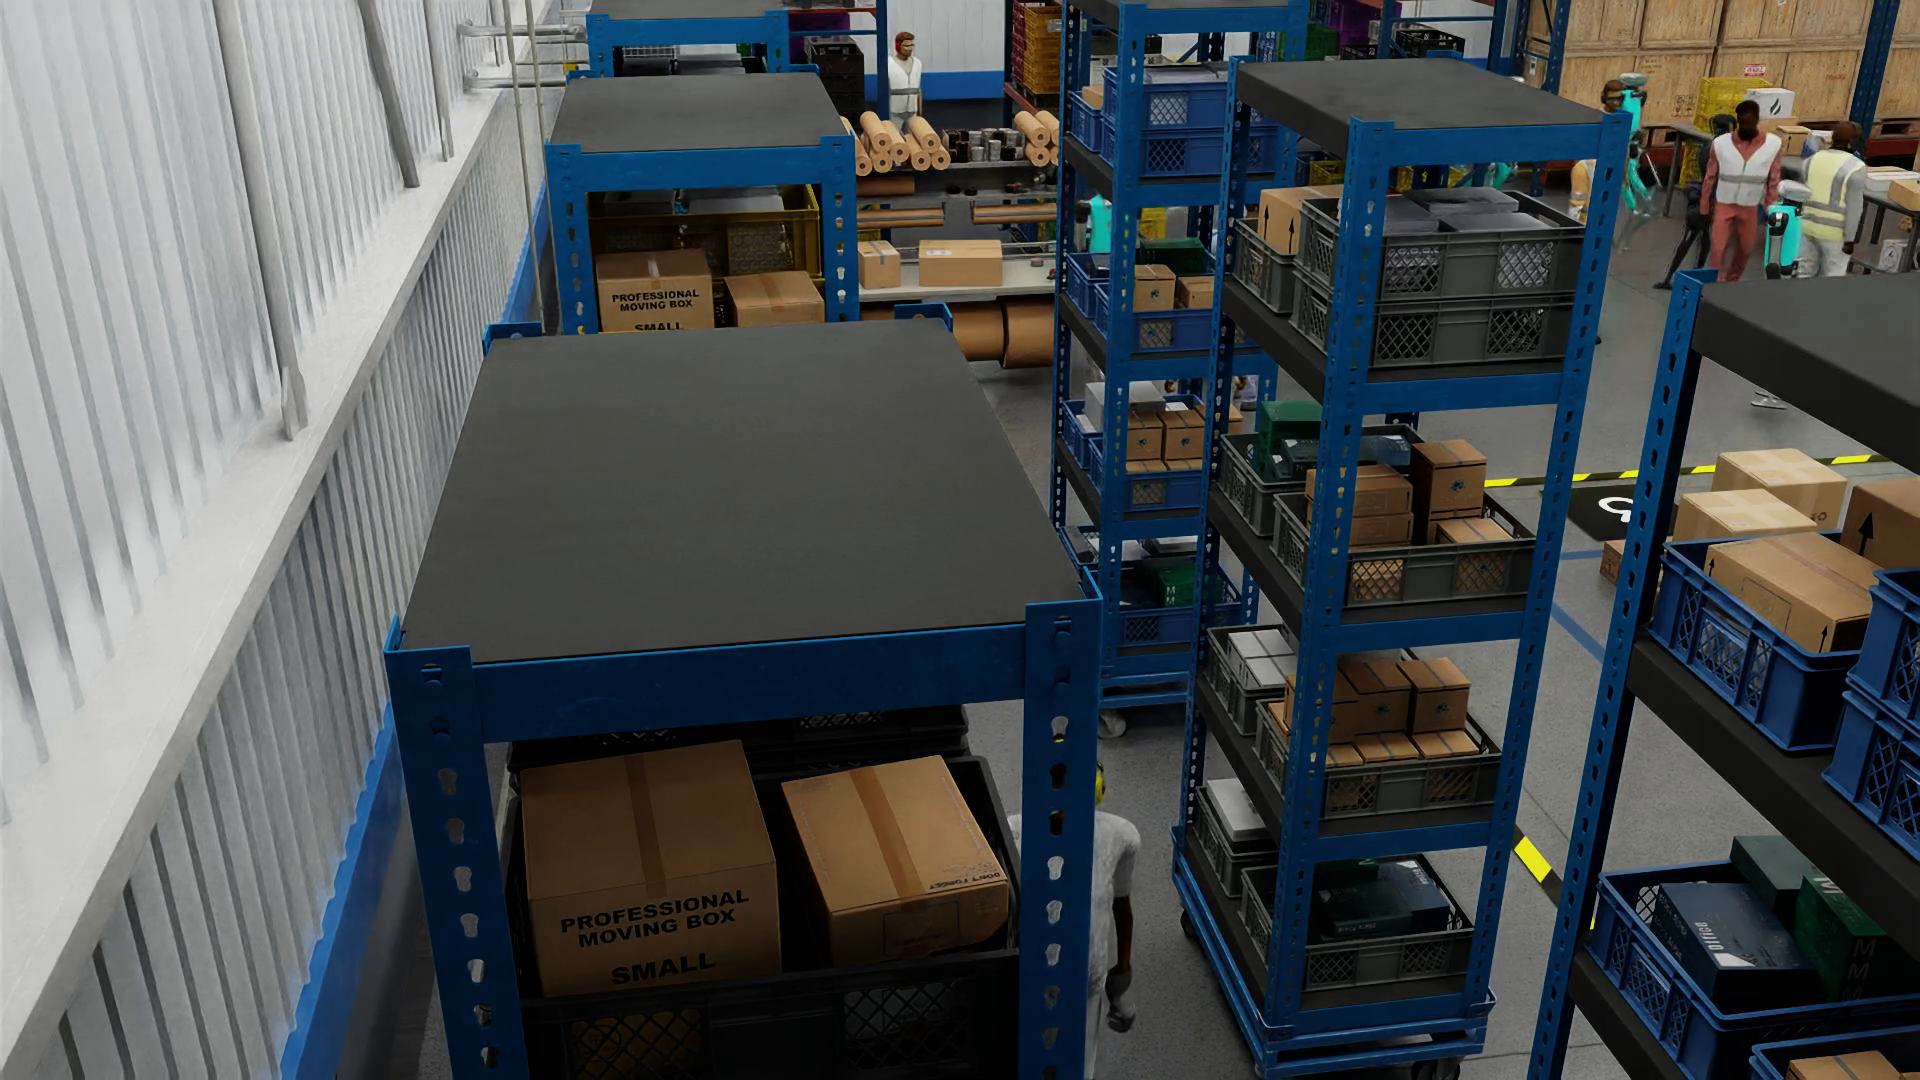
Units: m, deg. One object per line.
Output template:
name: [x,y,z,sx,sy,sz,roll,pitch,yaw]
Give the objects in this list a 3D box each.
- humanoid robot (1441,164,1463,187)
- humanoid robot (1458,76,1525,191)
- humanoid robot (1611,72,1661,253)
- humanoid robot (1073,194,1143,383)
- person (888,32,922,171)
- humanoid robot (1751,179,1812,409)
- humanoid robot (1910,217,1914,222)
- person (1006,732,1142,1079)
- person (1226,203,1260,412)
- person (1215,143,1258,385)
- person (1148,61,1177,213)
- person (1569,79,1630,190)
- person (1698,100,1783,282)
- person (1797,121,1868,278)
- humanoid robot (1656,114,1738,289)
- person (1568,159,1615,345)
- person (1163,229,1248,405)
humanoid robot: [5.432,-4.522,18.433,0.532,1.788,1.013,-19,31,-35]
humanoid robot: [5.386,-3.887,16.987,0.571,1.764,0.787,-9,26,-19]
humanoid robot: [6.783,-3.728,16.676,0.548,1.815,0.665,-18,30,-34]
humanoid robot: [1.080,-2.048,13.022,0.536,1.739,1.028,-5,25,-10]
person: [-0.665,-4.864,19.000,0.561,1.836,0.388,-18,30,-34]
humanoid robot: [6.217,-1.774,12.234,0.735,1.680,0.533,17,30,33]
humanoid robot: [9.155,-3.120,15.407,0.612,1.642,0.366,-4,25,-10]
person: [0.313,1.426,5.282,0.509,1.872,0.332,-2,25,-4]
person: [2.184,-1.846,12.518,0.310,1.768,0.521,-14,28,-27]
person: [2.183,-2.231,13.038,0.406,2.037,0.614,-2,25,-4]
person: [2.115,-4.402,18.153,0.656,1.704,0.308,-14,28,-27]
person: [6.209,-3.536,16.120,0.564,1.833,0.338,-7,26,-15]
person: [6.956,-3.004,14.900,0.643,1.891,0.558,8,26,16]
person: [7.353,-2.622,14.130,0.445,1.836,0.655,-9,26,-18]
humanoid robot: [6.891,-3.118,15.413,0.620,1.631,0.601,8,26,16]
person: [5.280,-2.553,13.853,0.552,1.935,0.359,-14,28,-28]
person: [1.609,-1.112,10.821,0.596,1.852,0.363,-5,25,-10]
